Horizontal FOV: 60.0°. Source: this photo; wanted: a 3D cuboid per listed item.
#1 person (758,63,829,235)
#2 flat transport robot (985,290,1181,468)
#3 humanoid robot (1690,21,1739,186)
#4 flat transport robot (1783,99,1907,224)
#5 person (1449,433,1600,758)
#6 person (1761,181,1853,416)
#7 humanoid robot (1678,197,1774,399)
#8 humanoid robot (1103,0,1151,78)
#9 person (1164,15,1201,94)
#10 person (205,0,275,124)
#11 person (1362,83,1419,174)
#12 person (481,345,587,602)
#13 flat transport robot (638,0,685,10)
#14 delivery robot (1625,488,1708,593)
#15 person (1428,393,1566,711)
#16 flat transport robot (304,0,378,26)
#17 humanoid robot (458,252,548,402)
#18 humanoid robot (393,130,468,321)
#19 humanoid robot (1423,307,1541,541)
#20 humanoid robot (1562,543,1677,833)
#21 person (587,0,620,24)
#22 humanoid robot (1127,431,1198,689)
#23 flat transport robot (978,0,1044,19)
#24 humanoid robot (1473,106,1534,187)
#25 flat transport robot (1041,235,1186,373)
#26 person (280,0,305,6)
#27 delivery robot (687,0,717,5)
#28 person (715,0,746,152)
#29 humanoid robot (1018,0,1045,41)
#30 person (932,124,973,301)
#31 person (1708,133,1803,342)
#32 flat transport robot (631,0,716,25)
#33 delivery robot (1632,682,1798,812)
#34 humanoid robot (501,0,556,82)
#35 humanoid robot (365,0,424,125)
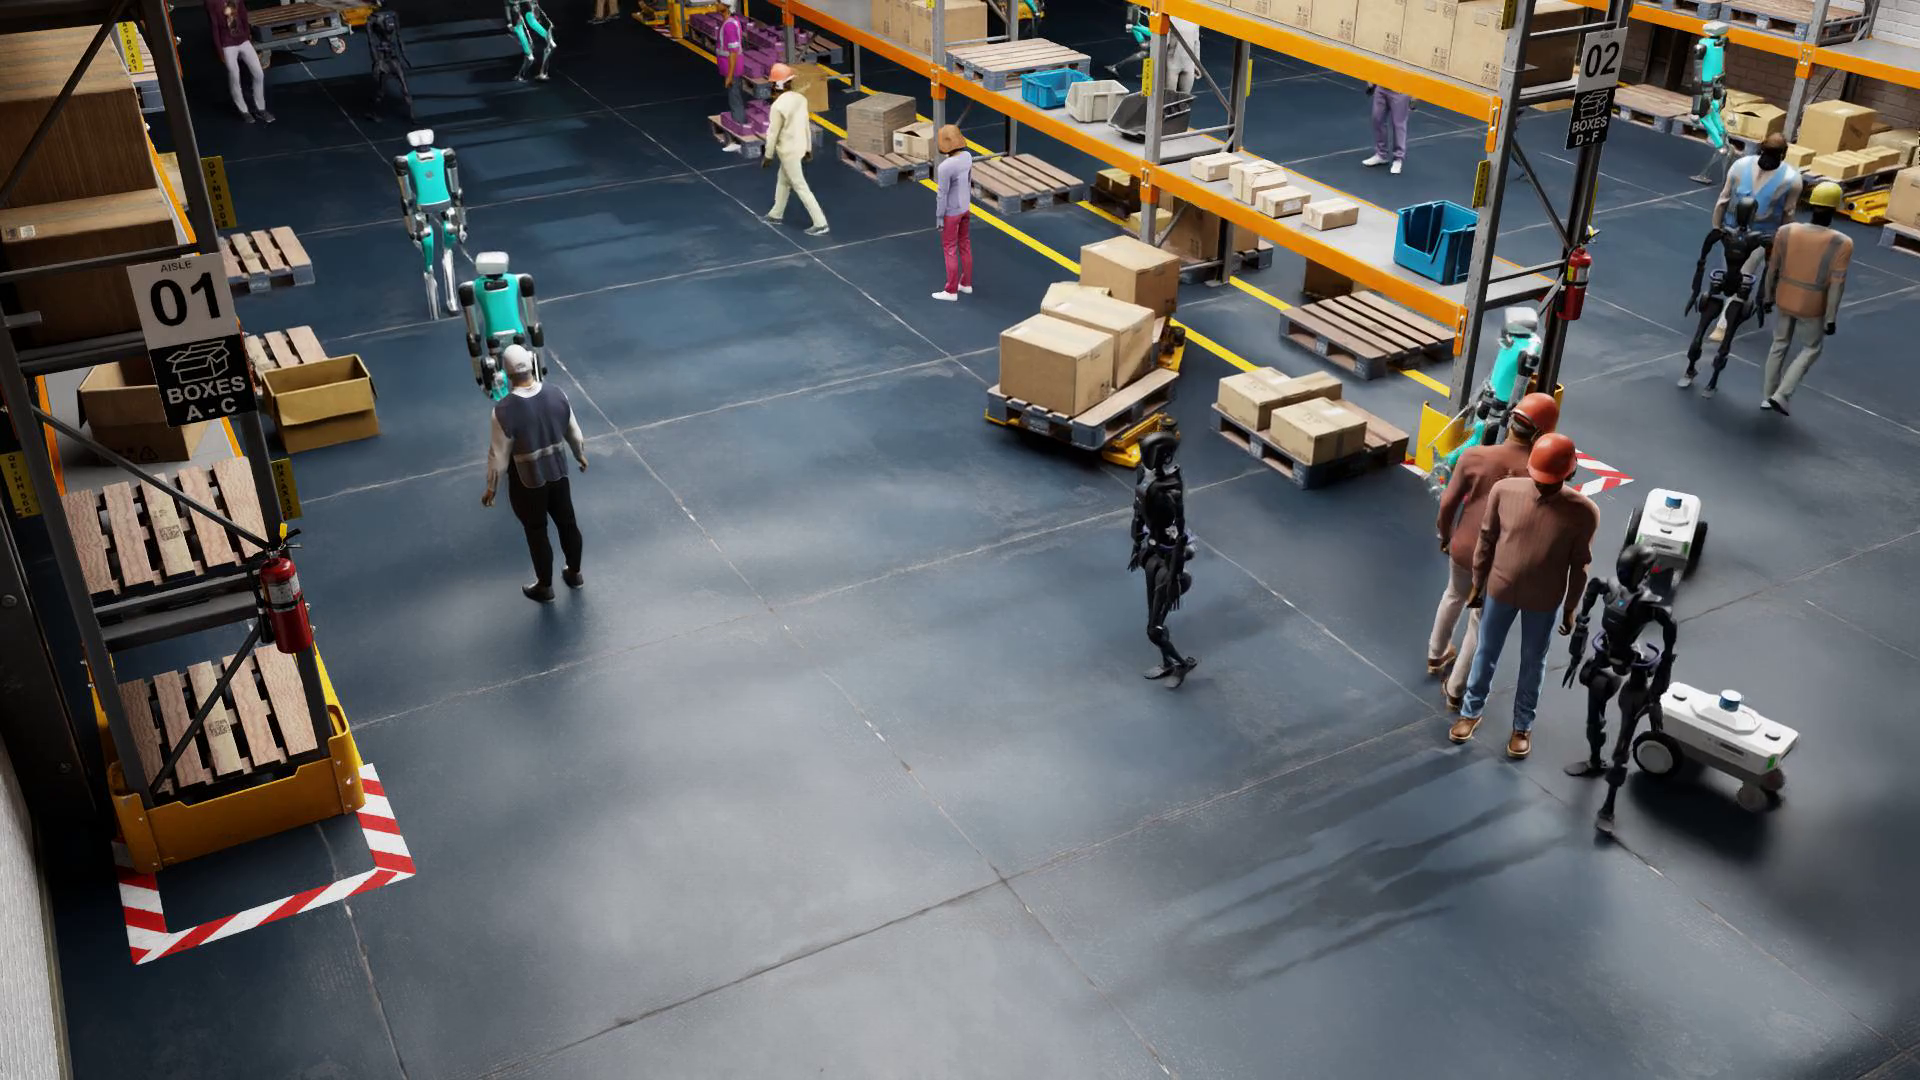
[{"bbox_3d":[-1.709,-3.963,16.871,0.881,1.702,0.558,11,32,18],"label":"person"},{"bbox_3d":[0.960,-0.947,13.059,1.431,0.231,0.659,22,36,33],"label":"flat transport robot"},{"bbox_3d":[8.282,-4.632,18.102,0.570,1.873,0.793,-21,36,-32],"label":"humanoid robot"},{"bbox_3d":[9.389,-3.741,17.923,0.659,0.231,1.431,-16,33,-25],"label":"flat transport robot"},{"bbox_3d":[3.109,0.297,9.171,0.608,1.986,0.387,15,33,24],"label":"person"},{"bbox_3d":[6.582,-1.860,12.994,0.519,1.911,0.624,-24,38,-35],"label":"person"},{"bbox_3d":[6.195,-1.951,13.392,0.601,1.656,0.323,16,34,26],"label":"humanoid robot"},{"bbox_3d":[2.394,-6.922,21.966,0.968,1.731,0.557,6,30,10],"label":"humanoid robot"},{"bbox_3d":[2.551,-5.534,19.416,0.558,1.893,0.365,-13,32,-21],"label":"person"},{"bbox_3d":[-8.782,-6.013,20.206,0.652,1.930,0.536,25,38,36],"label":"person"},{"bbox_3d":[4.851,-5.042,18.564,0.437,1.888,0.720,-16,34,-26],"label":"person"},{"bbox_3d":[-2.710,-0.418,10.647,0.763,1.752,0.458,-26,39,-37],"label":"person"},{"bbox_3d":[-4.302,-8.482,26.175,1.431,0.231,0.659,-10,31,-17],"label":"flat transport robot"},{"bbox_3d":[4.758,-0.044,11.206,0.499,0.601,0.803,14,33,23],"label":"delivery robot"},{"bbox_3d":[3.087,0.051,9.648,0.642,1.936,0.720,13,32,22],"label":"person"},{"bbox_3d":[-9.504,-8.156,25.608,1.431,0.231,0.659,25,38,36],"label":"flat transport robot"},{"bbox_3d":[-3.216,-1.159,11.947,0.546,1.731,0.988,-10,31,-17],"label":"humanoid robot"},{"bbox_3d":[-4.703,-2.804,14.868,0.543,1.841,0.749,-13,32,-22],"label":"humanoid robot"},{"bbox_3d":[3.423,-0.717,11.171,0.689,1.773,0.548,1,30,1],"label":"humanoid robot"},{"bbox_3d":[3.489,0.715,8.774,0.594,1.630,0.601,-22,36,-33],"label":"humanoid robot"},{"bbox_3d":[-5.491,-8.709,25.118,0.690,1.715,0.563,-26,39,-37],"label":"person"},{"bbox_3d":[1.208,0.114,9.802,0.359,1.637,0.597,-11,32,-19],"label":"humanoid robot"},{"bbox_3d":[0.759,-8.389,26.013,0.659,0.231,1.431,-9,31,-16],"label":"flat transport robot"},{"bbox_3d":[6.055,-4.664,18.147,0.570,1.642,0.610,9,31,16],"label":"humanoid robot"},{"bbox_3d":[1.205,-1.687,14.346,1.431,0.231,0.659,7,31,11],"label":"flat transport robot"},{"bbox_3d":[-10.056,-8.662,24.923,0.431,1.838,0.624,14,33,23],"label":"person"},{"bbox_3d":[-3.872,-8.358,25.677,0.770,0.599,0.517,-15,33,-24],"label":"delivery robot"},{"bbox_3d":[-2.677,-5.461,19.333,0.337,1.845,0.510,-5,30,-9],"label":"person"},{"bbox_3d":[1.049,-7.883,23.681,0.887,1.787,0.568,25,38,36],"label":"humanoid robot"},{"bbox_3d":[-0.062,-3.000,15.268,0.288,1.629,0.498,18,35,29],"label":"person"},{"bbox_3d":[6.943,-2.708,14.590,0.626,1.808,0.897,26,39,37],"label":"person"},{"bbox_3d":[-4.263,-8.129,25.560,1.431,0.231,0.659,-16,33,-25],"label":"flat transport robot"},{"bbox_3d":[4.182,1.100,9.225,0.499,0.612,0.801,-26,39,-38],"label":"delivery robot"},{"bbox_3d":[-5.663,-6.845,21.877,0.865,1.788,0.540,24,38,36],"label":"humanoid robot"},{"bbox_3d":[-7.013,-5.886,20.295,0.772,1.635,0.594,13,33,22],"label":"humanoid robot"}]
